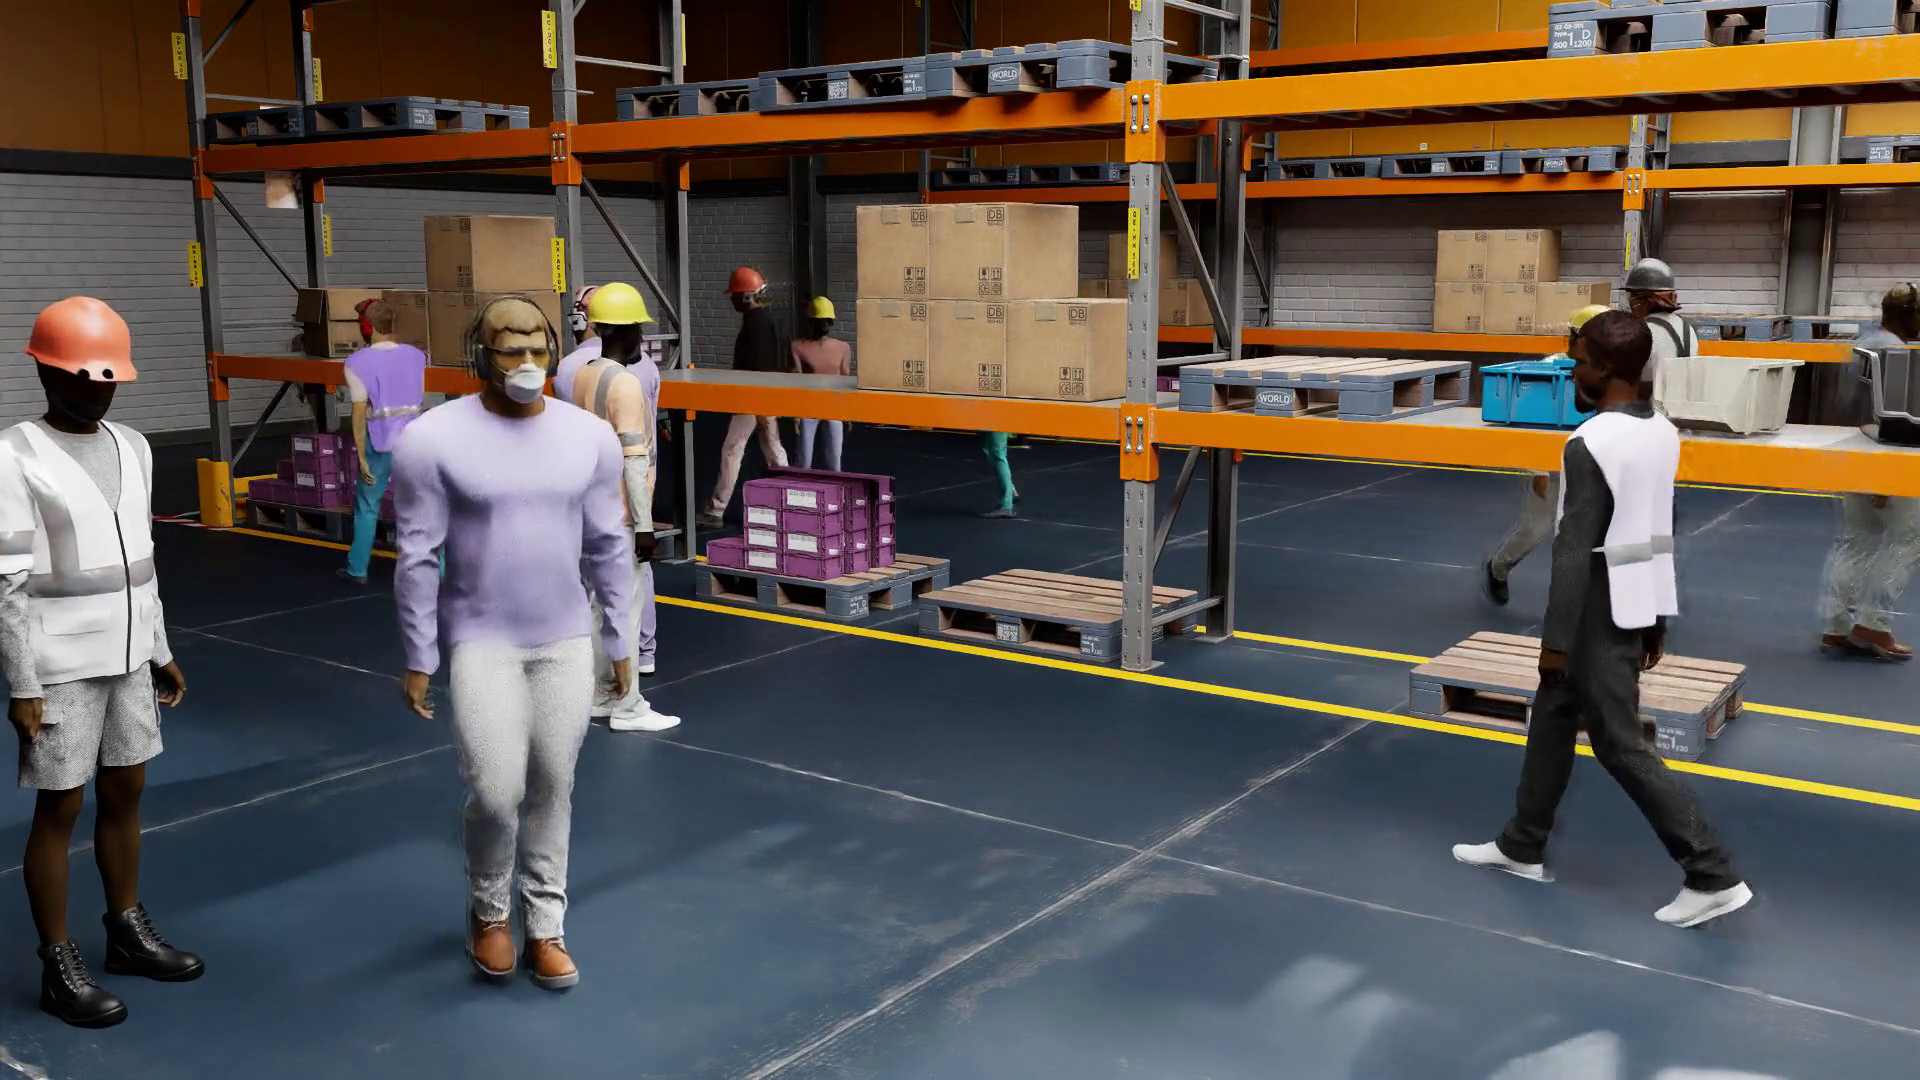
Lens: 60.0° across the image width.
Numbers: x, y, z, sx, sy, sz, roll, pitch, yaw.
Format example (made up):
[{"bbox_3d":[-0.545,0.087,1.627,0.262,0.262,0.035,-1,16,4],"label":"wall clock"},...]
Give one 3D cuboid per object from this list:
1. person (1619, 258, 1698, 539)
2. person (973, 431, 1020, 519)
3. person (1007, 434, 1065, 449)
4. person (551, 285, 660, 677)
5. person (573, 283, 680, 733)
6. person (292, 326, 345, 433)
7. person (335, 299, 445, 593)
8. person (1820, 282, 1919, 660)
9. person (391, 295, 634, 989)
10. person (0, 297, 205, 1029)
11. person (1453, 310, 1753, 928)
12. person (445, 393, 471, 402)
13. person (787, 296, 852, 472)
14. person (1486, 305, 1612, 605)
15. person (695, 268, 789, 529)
[{"bbox_3d":[3.977,-0.630,9.790,0.672,2.000,0.536,-9,13,-42],"label":"person"},{"bbox_3d":[0.264,-1.027,13.042,0.386,1.749,0.530,2,10,9],"label":"person"},{"bbox_3d":[0.808,-1.944,17.855,0.542,1.959,0.666,9,13,44],"label":"person"},{"bbox_3d":[-1.709,-0.247,7.909,0.402,1.906,0.652,6,11,30],"label":"person"},{"bbox_3d":[-1.457,-0.136,7.178,0.367,1.927,0.594,-6,11,-32],"label":"person"},{"bbox_3d":[-6.145,-1.440,15.863,0.517,1.614,0.563,3,10,18],"label":"person"},{"bbox_3d":[-3.491,-0.567,10.145,0.974,1.797,0.568,8,12,40],"label":"person"},{"bbox_3d":[4.706,-0.342,8.448,0.567,1.911,0.652,2,10,14],"label":"person"},{"bbox_3d":[-1.195,0.300,4.581,0.652,1.928,0.435,-6,12,-34],"label":"person"},{"bbox_3d":[-2.322,0.319,4.478,0.374,1.928,0.543,3,10,18],"label":"person"},{"bbox_3d":[2.039,0.231,5.156,0.951,1.878,0.600,8,13,41],"label":"person"},{"bbox_3d":[-5.120,-1.772,17.111,0.605,1.861,1.018,0,10,1],"label":"person"},{"bbox_3d":[-1.062,-0.972,12.683,0.527,1.768,0.338,-4,10,-23],"label":"person"},{"bbox_3d":[3.353,-0.424,9.332,0.600,1.786,0.807,-4,10,-21],"label":"person"},{"bbox_3d":[-1.669,-1.052,12.540,0.930,1.951,0.628,1,10,9],"label":"person"}]
